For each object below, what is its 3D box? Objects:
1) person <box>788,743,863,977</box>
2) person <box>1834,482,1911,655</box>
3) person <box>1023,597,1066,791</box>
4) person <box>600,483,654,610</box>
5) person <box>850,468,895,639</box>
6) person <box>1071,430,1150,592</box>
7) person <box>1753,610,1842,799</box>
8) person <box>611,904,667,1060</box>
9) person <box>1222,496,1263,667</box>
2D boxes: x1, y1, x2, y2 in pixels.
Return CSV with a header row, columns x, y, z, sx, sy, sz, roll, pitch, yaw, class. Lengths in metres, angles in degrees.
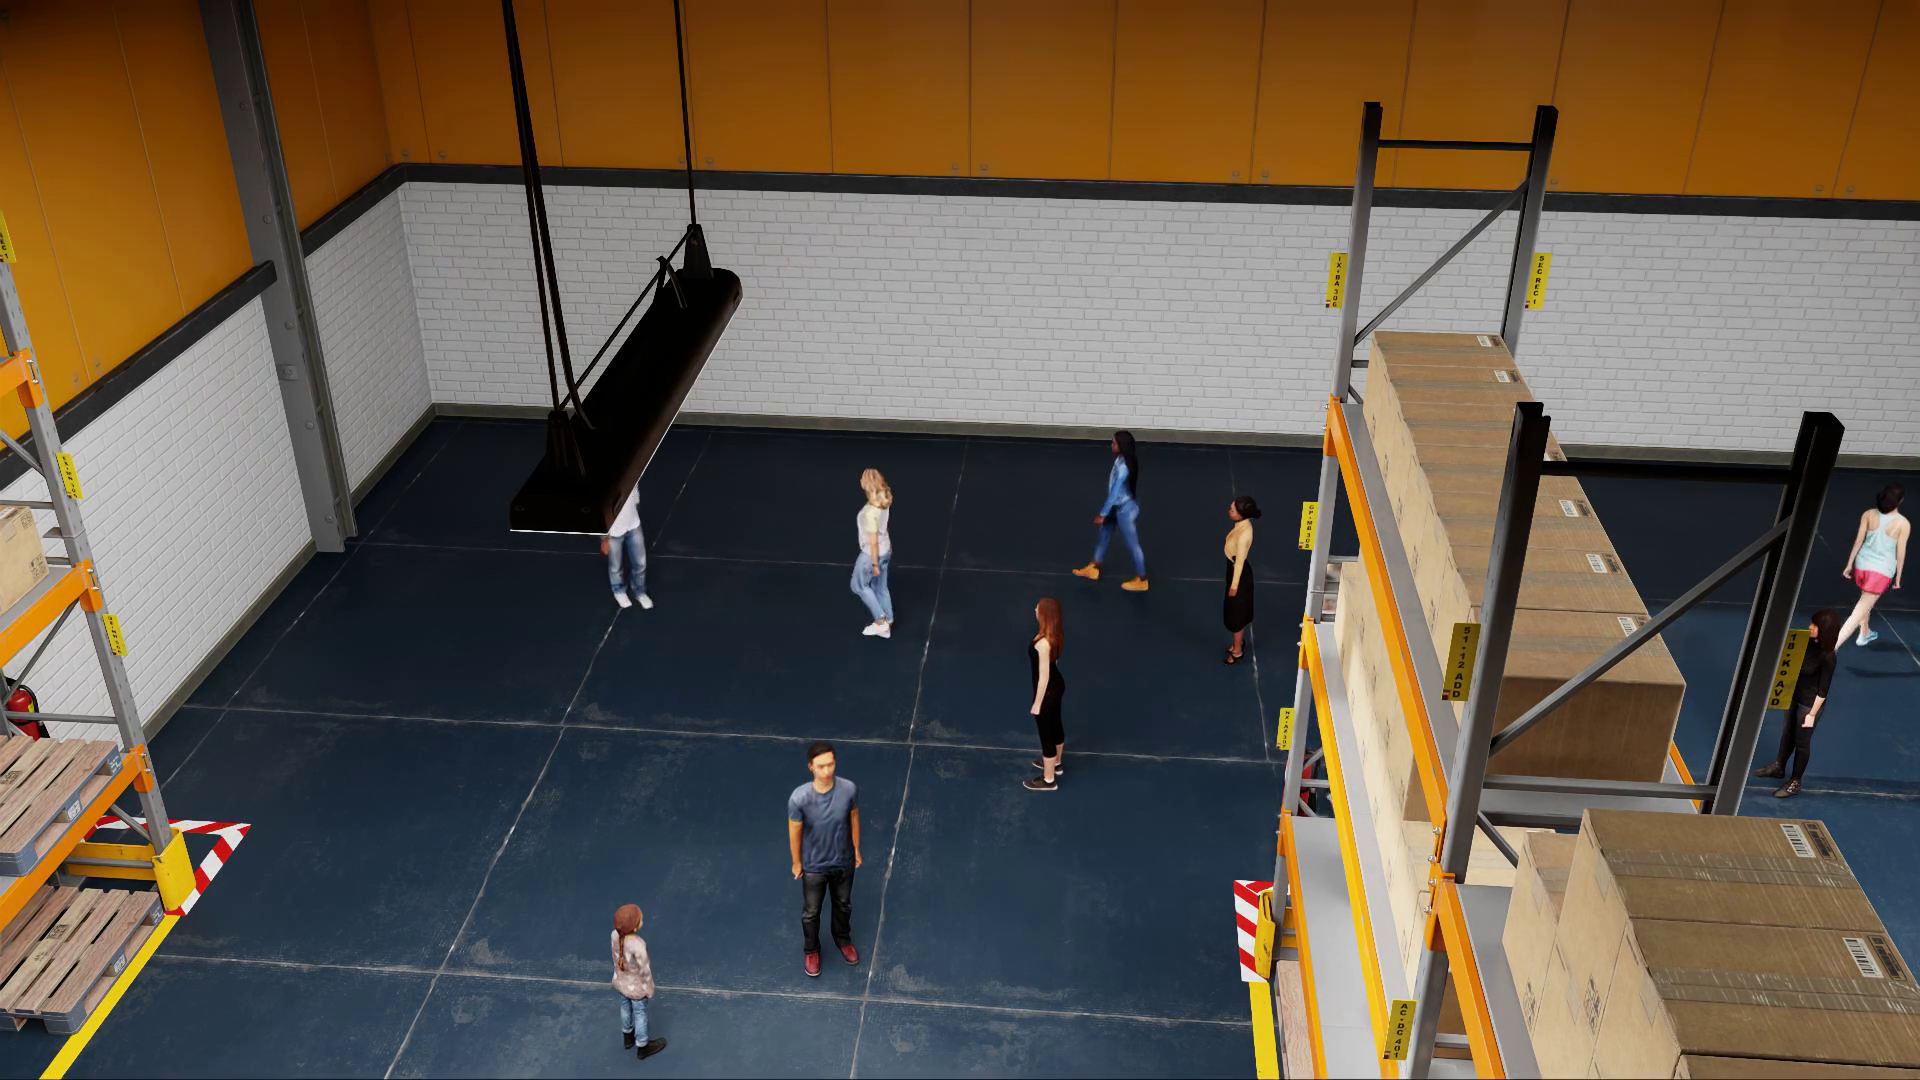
x,y,z,sx,sy,sz,roll,pitch,yaw,class
-0.915,2.145,11.326,0.725,1.811,0.708,-11,31,-20,person
8.052,0.334,14.737,1.163,1.724,1.181,-18,33,-30,person
0.703,1.198,13.150,0.685,1.726,0.543,11,30,19,person
-3.191,-0.157,15.586,0.840,1.772,0.905,-23,36,-36,person
-0.681,0.147,15.094,0.753,1.710,0.624,9,30,16,person
1.657,-0.242,15.832,0.676,1.685,0.929,4,29,7,person
6.671,1.265,13.115,0.669,1.642,0.500,-3,29,-6,person
-2.116,2.830,10.713,0.549,1.195,0.590,21,35,33,person
2.479,0.357,14.770,0.620,1.651,0.476,4,29,7,person
